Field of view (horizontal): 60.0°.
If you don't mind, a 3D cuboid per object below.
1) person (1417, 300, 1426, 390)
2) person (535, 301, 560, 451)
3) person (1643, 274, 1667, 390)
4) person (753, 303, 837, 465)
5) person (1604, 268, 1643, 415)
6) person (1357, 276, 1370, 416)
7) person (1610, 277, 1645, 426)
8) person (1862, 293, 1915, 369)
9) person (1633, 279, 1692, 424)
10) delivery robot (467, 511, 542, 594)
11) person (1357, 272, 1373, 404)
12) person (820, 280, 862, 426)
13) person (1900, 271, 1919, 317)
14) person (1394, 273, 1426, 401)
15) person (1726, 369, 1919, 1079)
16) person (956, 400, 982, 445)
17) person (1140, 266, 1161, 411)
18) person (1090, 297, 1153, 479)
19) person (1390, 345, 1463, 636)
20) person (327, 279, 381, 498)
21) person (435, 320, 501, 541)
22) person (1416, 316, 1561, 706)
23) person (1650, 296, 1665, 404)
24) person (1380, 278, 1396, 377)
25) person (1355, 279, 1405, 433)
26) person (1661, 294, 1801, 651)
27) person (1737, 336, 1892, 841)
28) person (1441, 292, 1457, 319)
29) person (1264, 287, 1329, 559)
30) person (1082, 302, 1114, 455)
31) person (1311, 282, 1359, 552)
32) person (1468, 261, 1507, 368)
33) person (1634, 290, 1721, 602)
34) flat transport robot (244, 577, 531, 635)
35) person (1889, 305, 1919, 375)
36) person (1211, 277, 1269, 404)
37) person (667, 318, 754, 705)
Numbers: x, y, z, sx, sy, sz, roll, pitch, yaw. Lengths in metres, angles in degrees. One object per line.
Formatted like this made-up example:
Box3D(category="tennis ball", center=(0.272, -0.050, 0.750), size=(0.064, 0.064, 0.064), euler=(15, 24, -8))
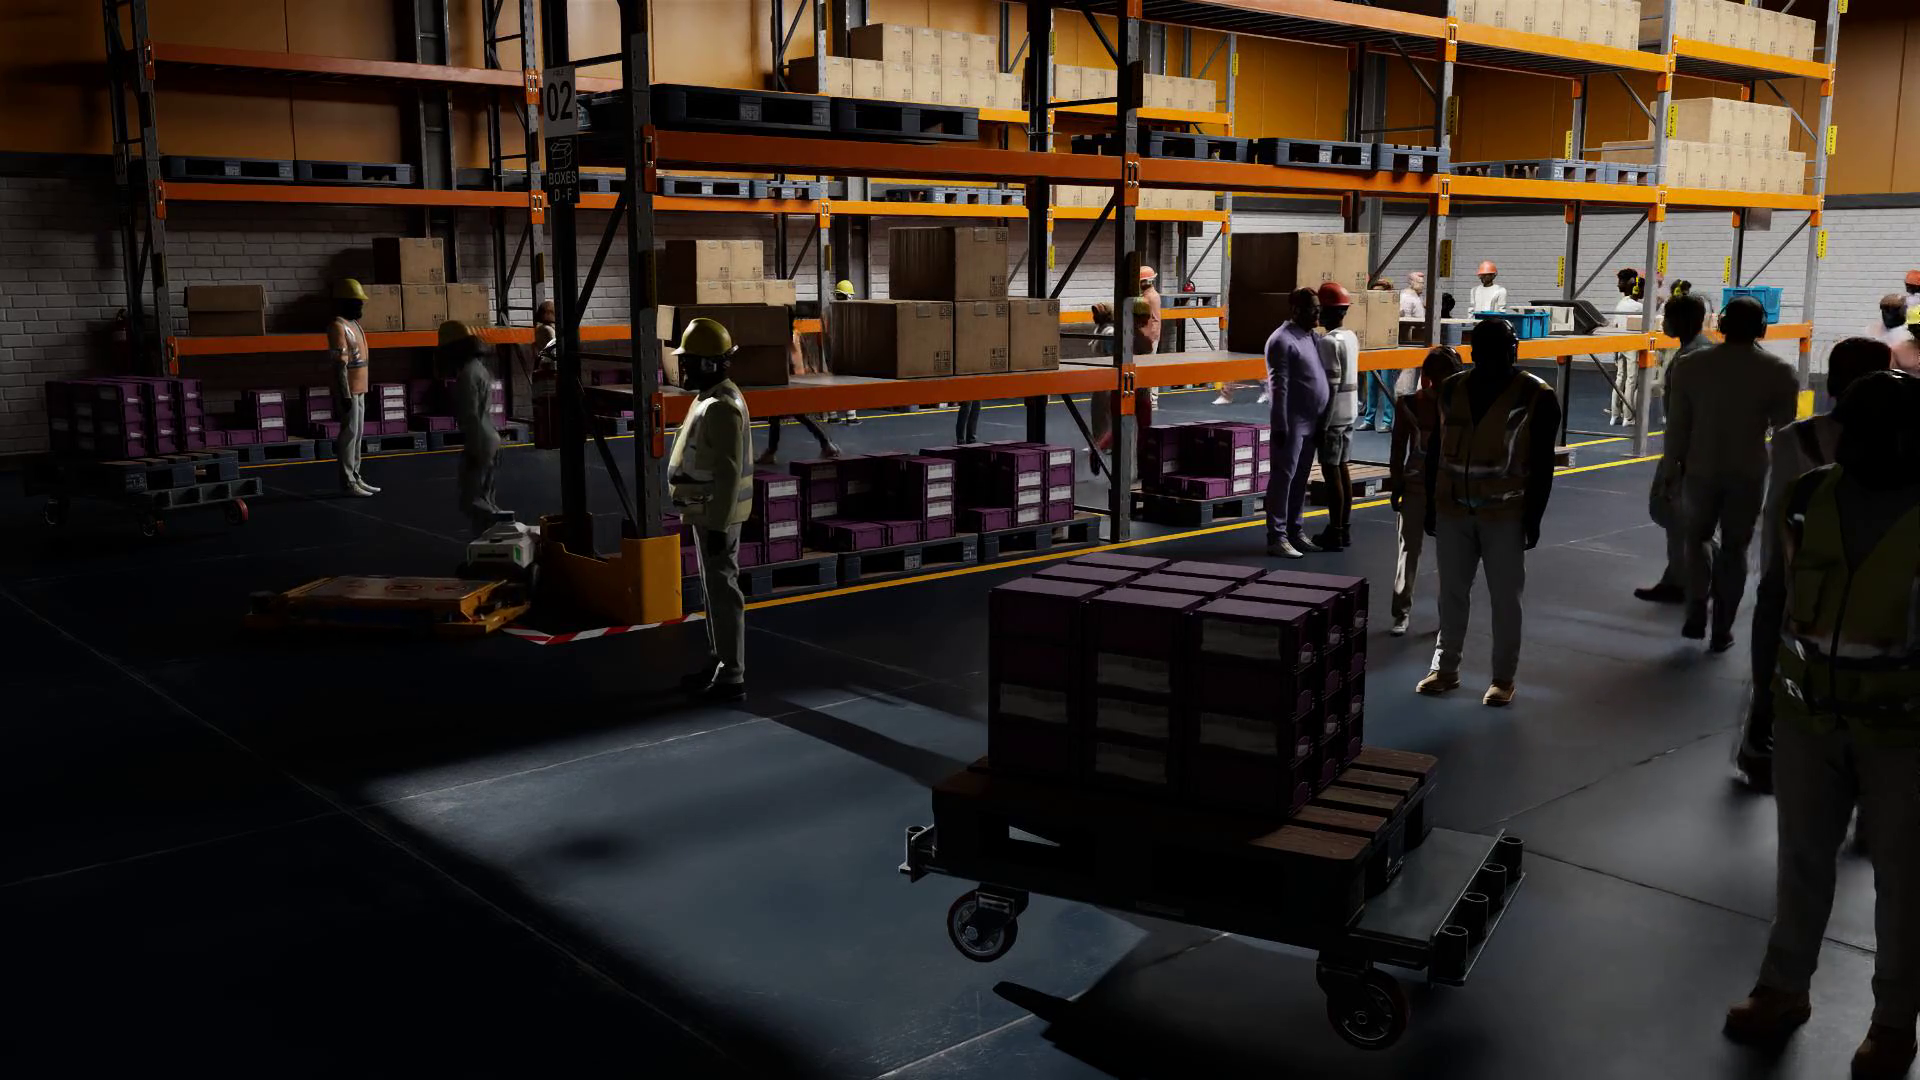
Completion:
Box3D(category="person", center=(6.360, -2.520, 22.481), size=(0.266, 1.631, 0.507), euler=(0, 10, -2))
Box3D(category="person", center=(-4.482, -1.792, 18.224), size=(0.279, 1.633, 0.500), euler=(-6, 11, -30))
Box3D(category="person", center=(10.438, -3.154, 25.299), size=(0.614, 1.948, 1.029), euler=(-3, 10, -15))
Box3D(category="person", center=(-1.679, -1.589, 16.956), size=(0.846, 1.654, 0.529), euler=(0, 10, 3))
Box3D(category="person", center=(8.936, -2.650, 22.277), size=(0.369, 1.963, 0.608), euler=(0, 10, 2))
Box3D(category="person", center=(5.325, -2.626, 22.216), size=(0.370, 1.935, 0.552), euler=(-7, 12, -34))
Box3D(category="person", center=(8.394, -2.352, 20.835), size=(0.335, 1.864, 0.521), euler=(-3, 10, -14))
Box3D(category="person", center=(8.794, -1.415, 15.575), size=(0.891, 1.797, 0.650), euler=(-6, 12, -33))
Box3D(category="person", center=(8.913, -2.391, 21.139), size=(0.581, 1.834, 0.696), euler=(-7, 12, -36))
Box3D(category="delivery robot", center=(-2.783, 0.063, 10.240), size=(0.477, 0.478, 0.707), euler=(0, 10, -1))
Box3D(category="person", center=(5.778, -2.875, 23.781), size=(0.603, 1.902, 0.492), euler=(1, 10, 4))
Box3D(category="person", center=(-1.467, -2.345, 20.917), size=(0.581, 1.824, 0.403), euler=(5, 11, 27))
Box3D(category="person", center=(14.063, -3.035, 24.820), size=(0.580, 1.918, 0.610), euler=(2, 10, 13))
Box3D(category="person", center=(6.254, -2.762, 23.212), size=(0.645, 1.905, 0.686), euler=(5, 11, 26))
Box3D(category="person", center=(2.368, 0.473, 4.359), size=(0.429, 1.839, 0.630), euler=(-7, 12, -37))
Box3D(category="person", center=(0.139, -1.670, 17.506), size=(0.268, 1.632, 0.507), euler=(6, 11, 32))
Box3D(category="person", center=(2.574, -2.774, 22.934), size=(0.387, 1.988, 0.608), euler=(-1, 10, -8))
Box3D(category="person", center=(1.588, -1.429, 15.768), size=(0.665, 1.743, 0.530), euler=(-7, 12, -37))
Box3D(category="person", center=(2.656, -0.268, 9.283), size=(0.515, 1.639, 0.314), euler=(2, 10, 13))
Box3D(category="person", center=(-5.370, -1.340, 14.718), size=(0.370, 1.925, 0.595), euler=(-1, 10, -6))
Box3D(category="person", center=(-3.163, -0.591, 10.954), size=(0.523, 1.705, 0.539), euler=(-1, 10, -7))
Box3D(category="person", center=(2.496, -0.139, 7.938), size=(0.627, 1.844, 0.429), euler=(8, 13, 39))
Box3D(category="person", center=(9.020, -2.362, 21.582), size=(0.614, 1.620, 0.522), euler=(0, 10, 0))
Box3D(category="person", center=(7.201, -3.633, 28.651), size=(0.542, 1.751, 0.532), euler=(1, 10, 9))
Box3D(category="person", center=(5.081, -2.206, 20.056), size=(0.393, 1.852, 0.576), euler=(-8, 12, -38))
Box3D(category="person", center=(4.142, -0.356, 8.961), size=(0.654, 1.922, 0.435), euler=(6, 11, 30))
Box3D(category="person", center=(3.263, 0.156, 6.241), size=(0.587, 1.838, 0.999), euler=(0, 10, -2))
Box3D(category="person", center=(5.711, -2.077, 19.702), size=(0.533, 1.697, 0.319), euler=(9, 13, 41))
Box3D(category="person", center=(2.415, -0.836, 11.821), size=(0.404, 1.911, 0.636), euler=(8, 12, 38))
Box3D(category="person", center=(1.533, -1.728, 17.851), size=(0.328, 1.634, 0.530), euler=(-2, 10, -12))
Box3D(category="person", center=(2.666, -0.881, 11.998), size=(0.379, 1.937, 0.547), euler=(6, 11, 30))
Box3D(category="person", center=(7.957, -3.192, 25.225), size=(0.378, 2.041, 0.615), euler=(-9, 13, -43))
Box3D(category="person", center=(4.442, -0.545, 10.087), size=(0.508, 1.918, 0.639), euler=(4, 10, 22))
Box3D(category="flat transport robot", center=(-3.277, 0.366, 9.572), size=(1.431, 0.197, 0.652), euler=(1, 10, 8))
Box3D(category="person", center=(8.250, -1.171, 14.358), size=(0.532, 1.714, 0.922), euler=(8, 12, 39))
Box3D(category="person", center=(4.096, -2.872, 23.950), size=(0.942, 1.855, 0.672), euler=(-6, 11, -30))
Box3D(category="person", center=(-1.189, -0.136, 7.944), size=(0.404, 1.831, 0.600), euler=(-2, 10, -14))
